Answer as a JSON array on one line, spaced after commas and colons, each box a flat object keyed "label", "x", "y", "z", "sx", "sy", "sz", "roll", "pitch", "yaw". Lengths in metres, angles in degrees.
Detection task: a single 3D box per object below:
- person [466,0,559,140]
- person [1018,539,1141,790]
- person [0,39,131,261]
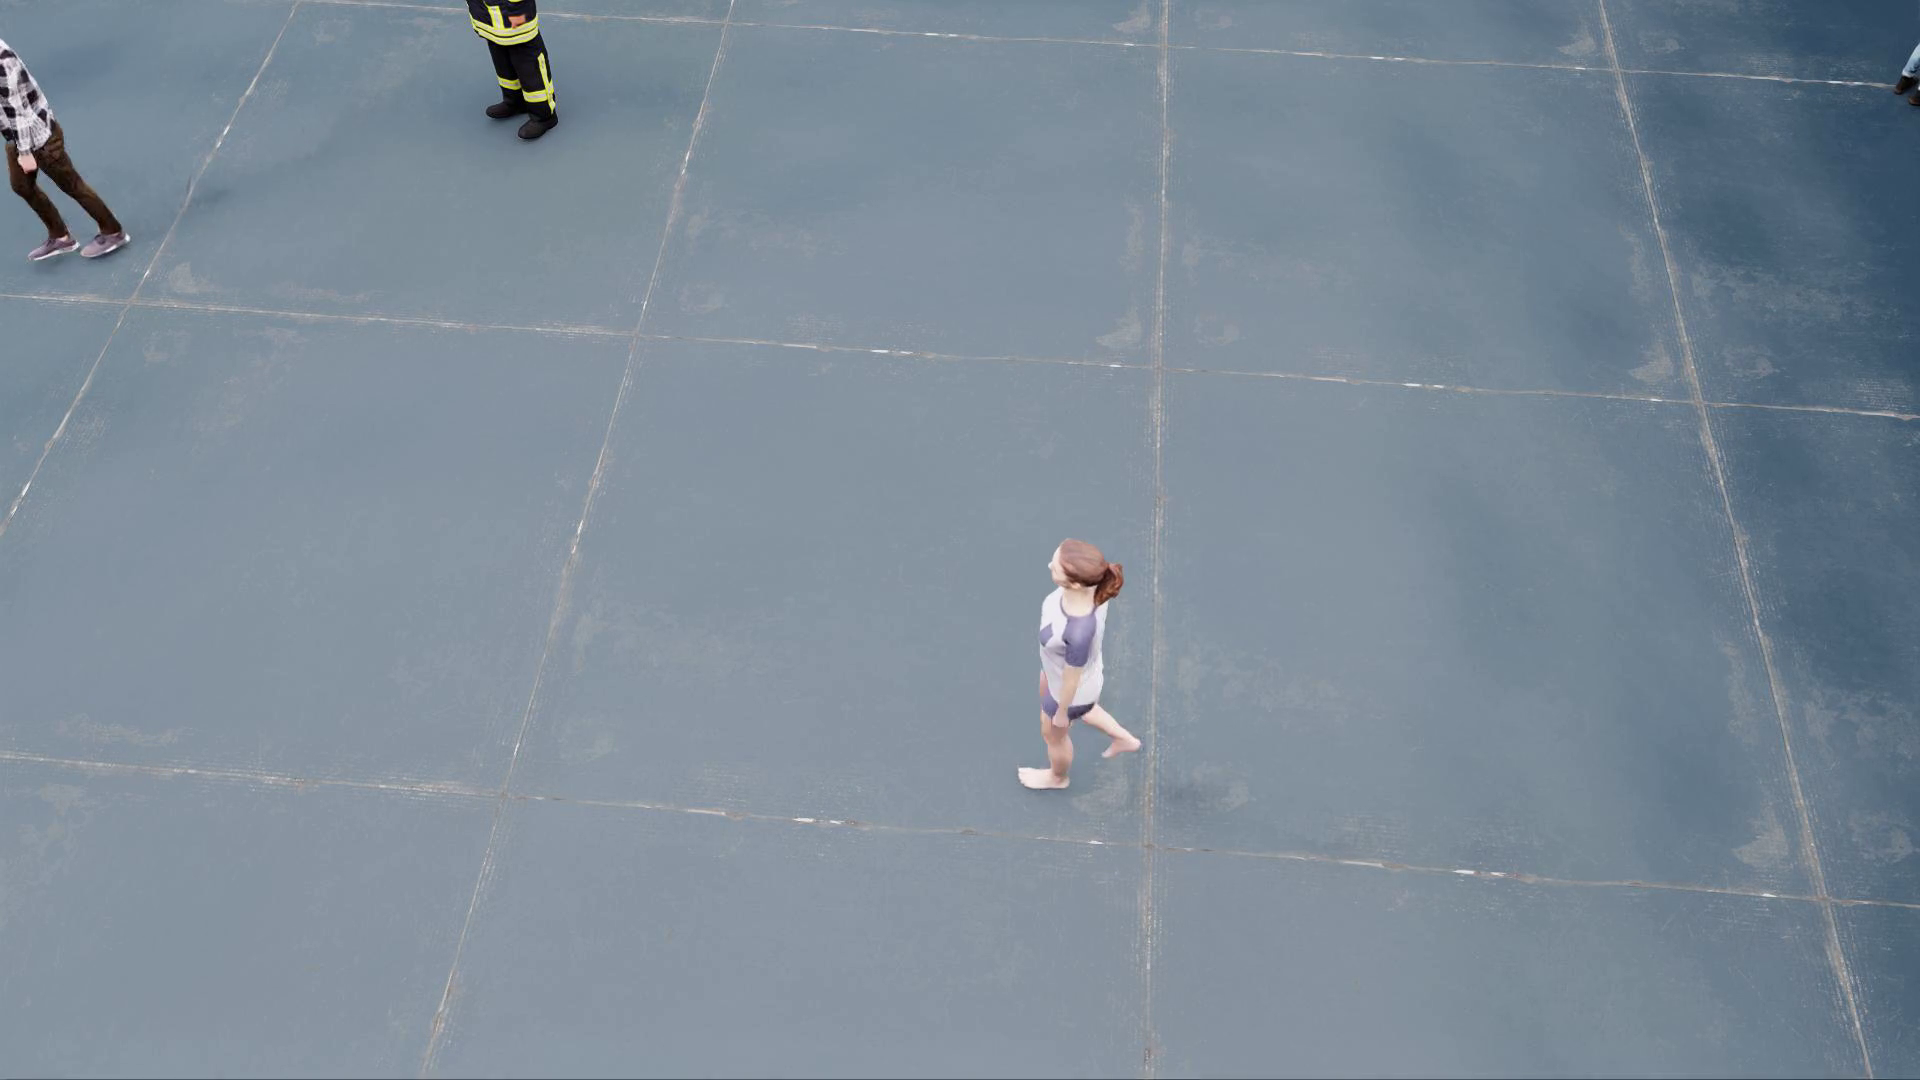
[{"label": "person", "x": -2.766, "y": -3.305, "z": 9.974, "sx": 0.852, "sy": 1.928, "sz": 0.946, "roll": 36, "pitch": 60, "yaw": 25}, {"label": "person", "x": 0.555, "y": 0.596, "z": 7.063, "sx": 0.768, "sy": 1.755, "sz": 0.576, "roll": 7, "pitch": 53, "yaw": 6}, {"label": "person", "x": -5.104, "y": -2.315, "z": 9.292, "sx": 0.909, "sy": 1.795, "sz": 0.853, "roll": -36, "pitch": 60, "yaw": -25}]
